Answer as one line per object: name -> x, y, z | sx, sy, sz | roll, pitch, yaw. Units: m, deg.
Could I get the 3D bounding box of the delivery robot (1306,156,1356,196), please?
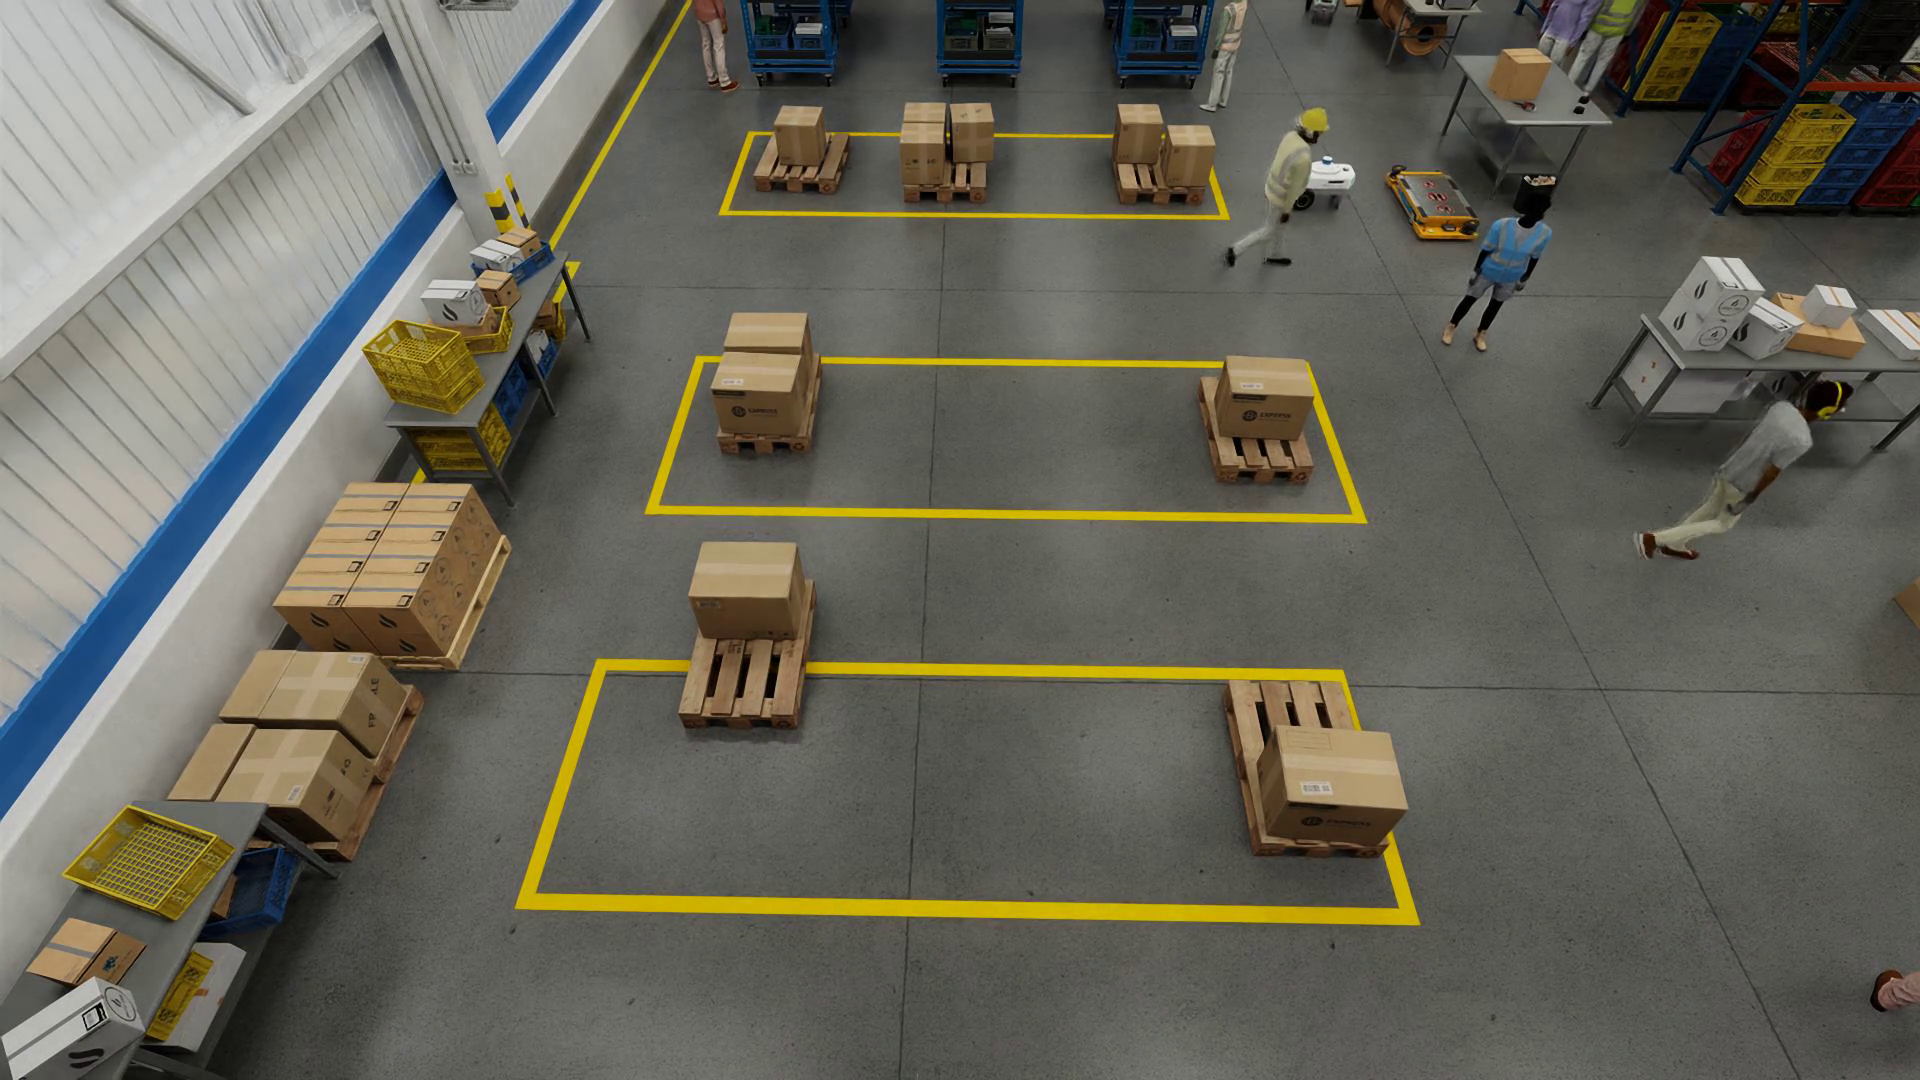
delivery robot -> 4.366, -4.377, 11.057 | 0.707, 0.478, 0.477 | 0, 49, 0

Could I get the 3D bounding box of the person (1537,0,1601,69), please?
person -> 8.036, -6.763, 12.280 | 0.361, 1.932, 0.627 | -14, 51, -12

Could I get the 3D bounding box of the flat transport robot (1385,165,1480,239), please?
flat transport robot -> 5.692, -4.094, 11.059 | 0.652, 0.197, 1.431 | 1, 49, 1

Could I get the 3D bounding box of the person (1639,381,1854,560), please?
person -> 5.798, -0.466, 6.886 | 0.529, 1.855, 0.521 | 6, 49, 6

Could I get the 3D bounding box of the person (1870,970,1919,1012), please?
person -> 5.530, 2.123, 4.605 | 0.401, 1.904, 0.650 | -25, 54, -20

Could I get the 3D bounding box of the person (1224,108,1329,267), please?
person -> 3.339, -3.676, 9.698 | 0.769, 1.798, 0.605 | 2, 49, 2

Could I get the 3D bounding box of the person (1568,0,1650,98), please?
person -> 8.864, -6.988, 12.542 | 0.634, 1.830, 0.428 | 17, 51, 14

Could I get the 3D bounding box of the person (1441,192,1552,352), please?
person -> 5.184, -2.557, 8.803 | 0.547, 1.687, 0.322 | 13, 50, 11

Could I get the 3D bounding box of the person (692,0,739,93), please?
person -> -3.454, -7.299, 12.712 | 0.608, 1.987, 0.402 | 29, 55, 23

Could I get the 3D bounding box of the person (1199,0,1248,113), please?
person -> 3.615, -6.676, 12.401 | 0.315, 1.631, 0.523 | 37, 59, 28

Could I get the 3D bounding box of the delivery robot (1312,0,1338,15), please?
delivery robot -> 5.972, -8.883, 14.958 | 0.477, 0.478, 0.707 | 10, 50, 9
